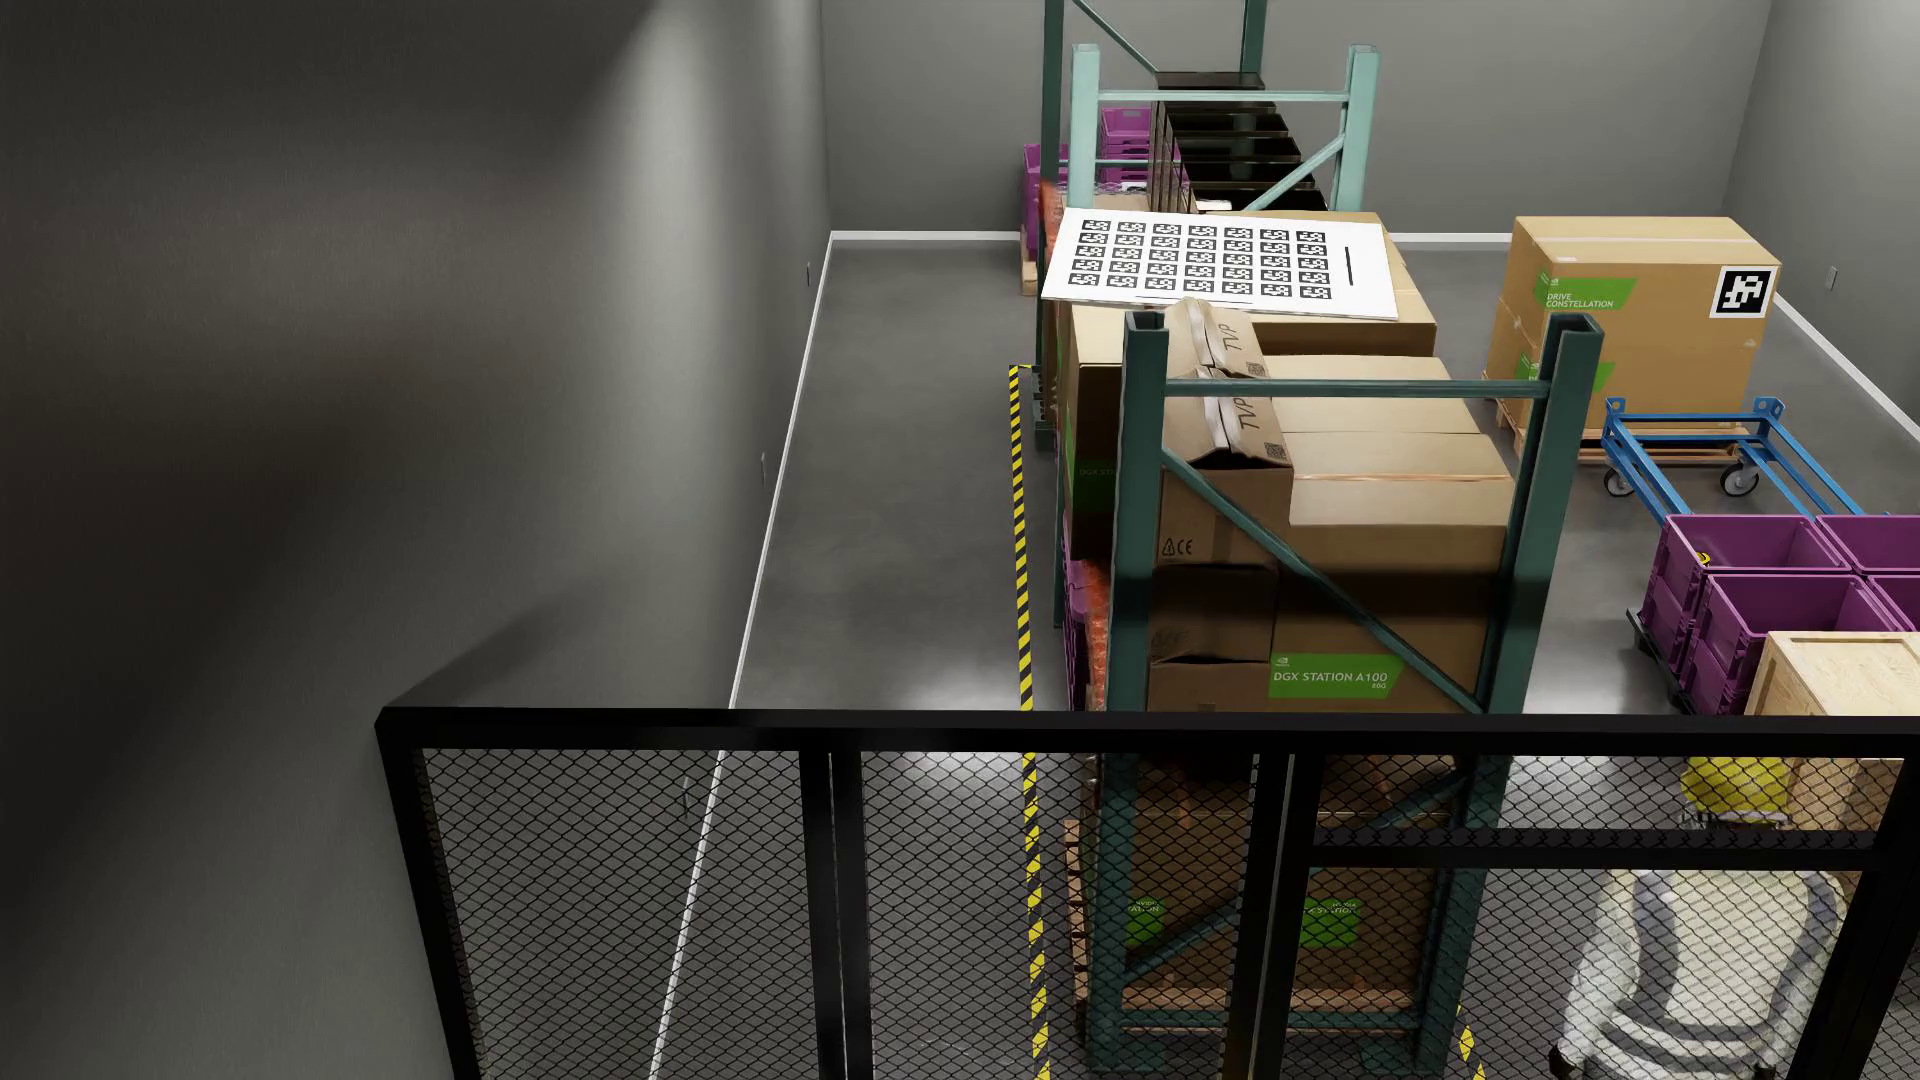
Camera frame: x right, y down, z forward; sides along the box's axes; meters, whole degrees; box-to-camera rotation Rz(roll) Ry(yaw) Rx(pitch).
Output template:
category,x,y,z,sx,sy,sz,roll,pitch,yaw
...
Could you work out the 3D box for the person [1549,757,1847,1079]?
category,x,y,z,sx,sy,sz,roll,pitch,yaw
person,1.807,1.260,4.232,0.594,1.822,0.403,1,31,2
